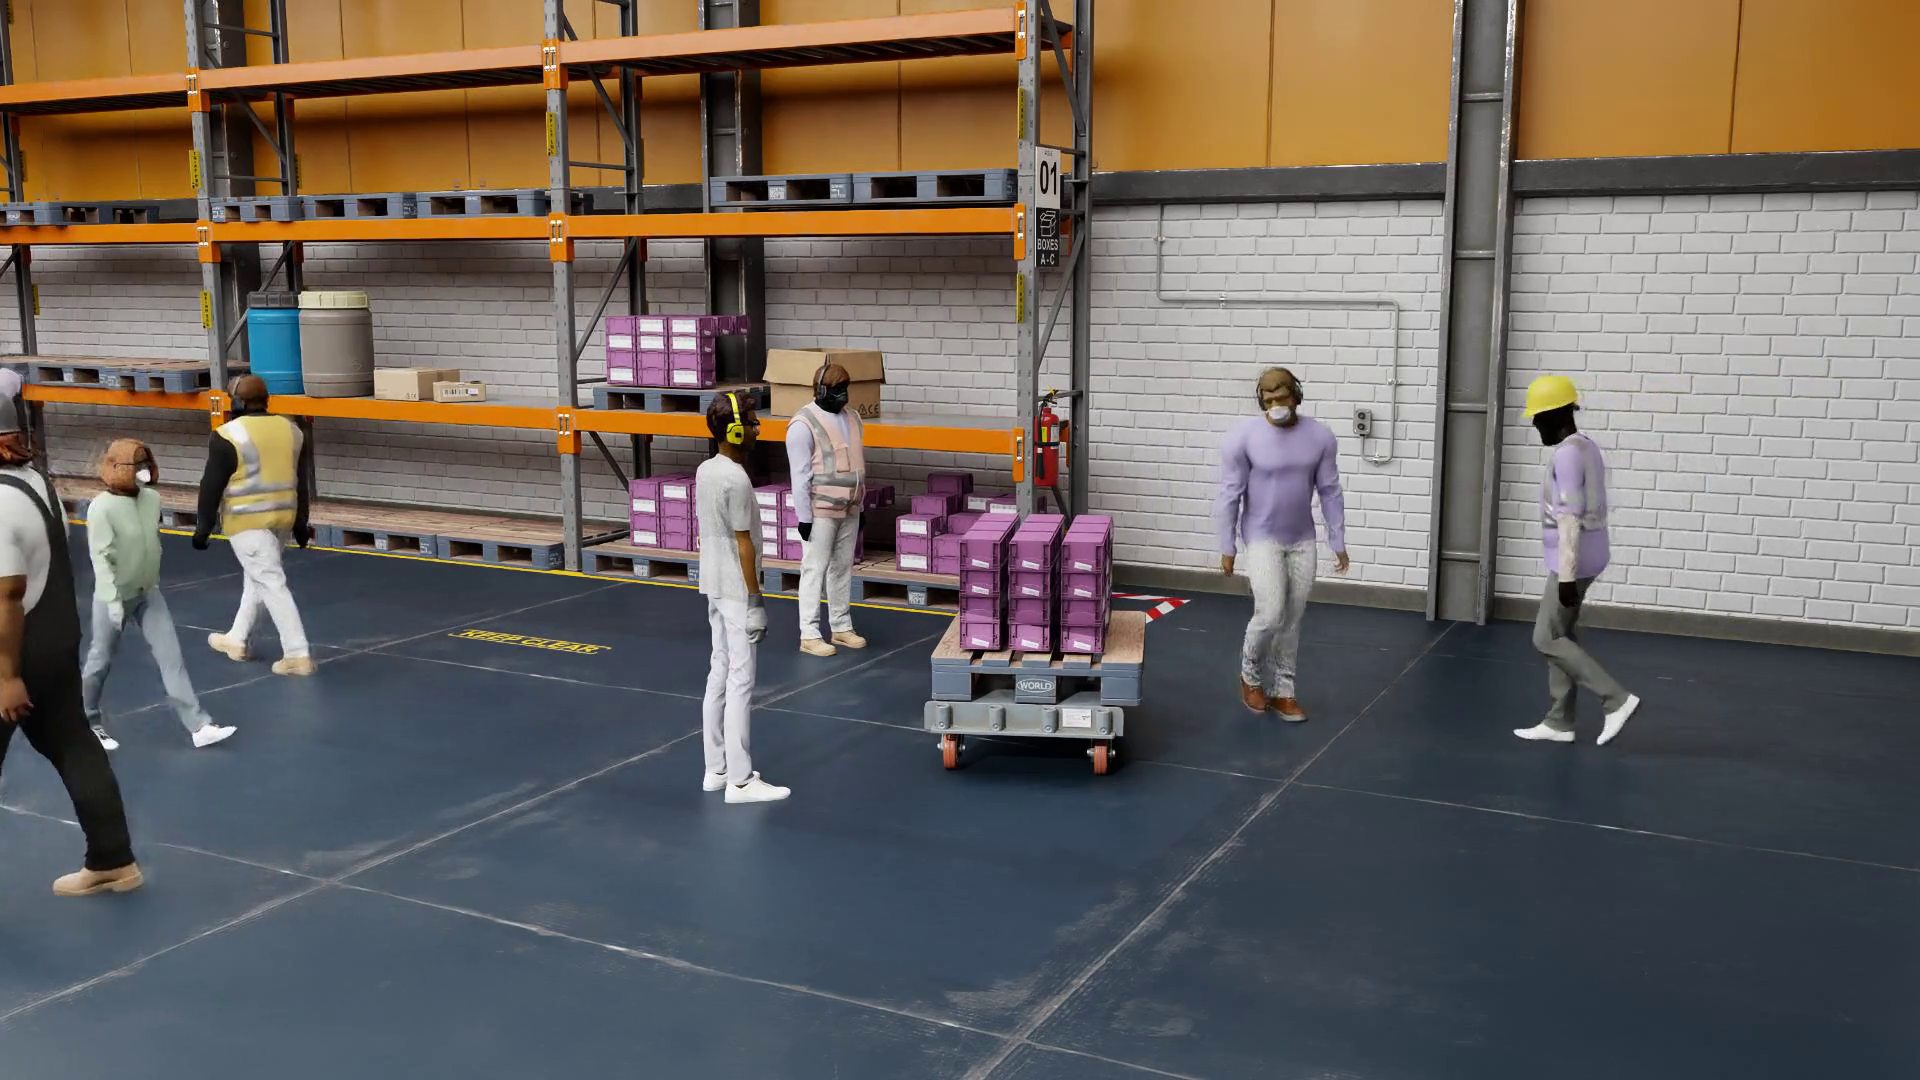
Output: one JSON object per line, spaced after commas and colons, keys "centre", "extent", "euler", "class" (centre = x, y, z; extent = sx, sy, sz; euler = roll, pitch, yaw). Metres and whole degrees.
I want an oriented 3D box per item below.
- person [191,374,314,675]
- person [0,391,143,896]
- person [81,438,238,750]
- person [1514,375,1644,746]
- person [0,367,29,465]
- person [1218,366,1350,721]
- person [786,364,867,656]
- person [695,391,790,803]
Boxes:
{"centre": [-4.261, -0.095, 10.003], "extent": [0.956, 1.792, 0.629], "euler": [4, 10, 23], "class": "person"}
{"centre": [-3.639, 0.394, 6.216], "extent": [0.992, 2.000, 0.695], "euler": [-1, 9, -9], "class": "person"}
{"centre": [-4.102, 0.286, 8.284], "extent": [0.864, 1.581, 0.519], "euler": [3, 10, 16], "class": "person"}
{"centre": [3.095, 0.121, 8.369], "extent": [0.615, 1.888, 0.642], "euler": [5, 10, 27], "class": "person"}
{"centre": [-8.138, -0.787, 13.923], "extent": [0.445, 1.904, 0.596], "euler": [3, 10, 16], "class": "person"}
{"centre": [1.704, 0.032, 8.830], "extent": [0.647, 1.917, 0.429], "euler": [-3, 10, -19], "class": "person"}
{"centre": [-0.812, -0.191, 10.483], "extent": [0.431, 1.836, 0.618], "euler": [6, 11, 35], "class": "person"}
{"centre": [-1.014, 0.259, 7.574], "extent": [0.328, 1.872, 0.513], "euler": [-6, 11, -31], "class": "person"}
